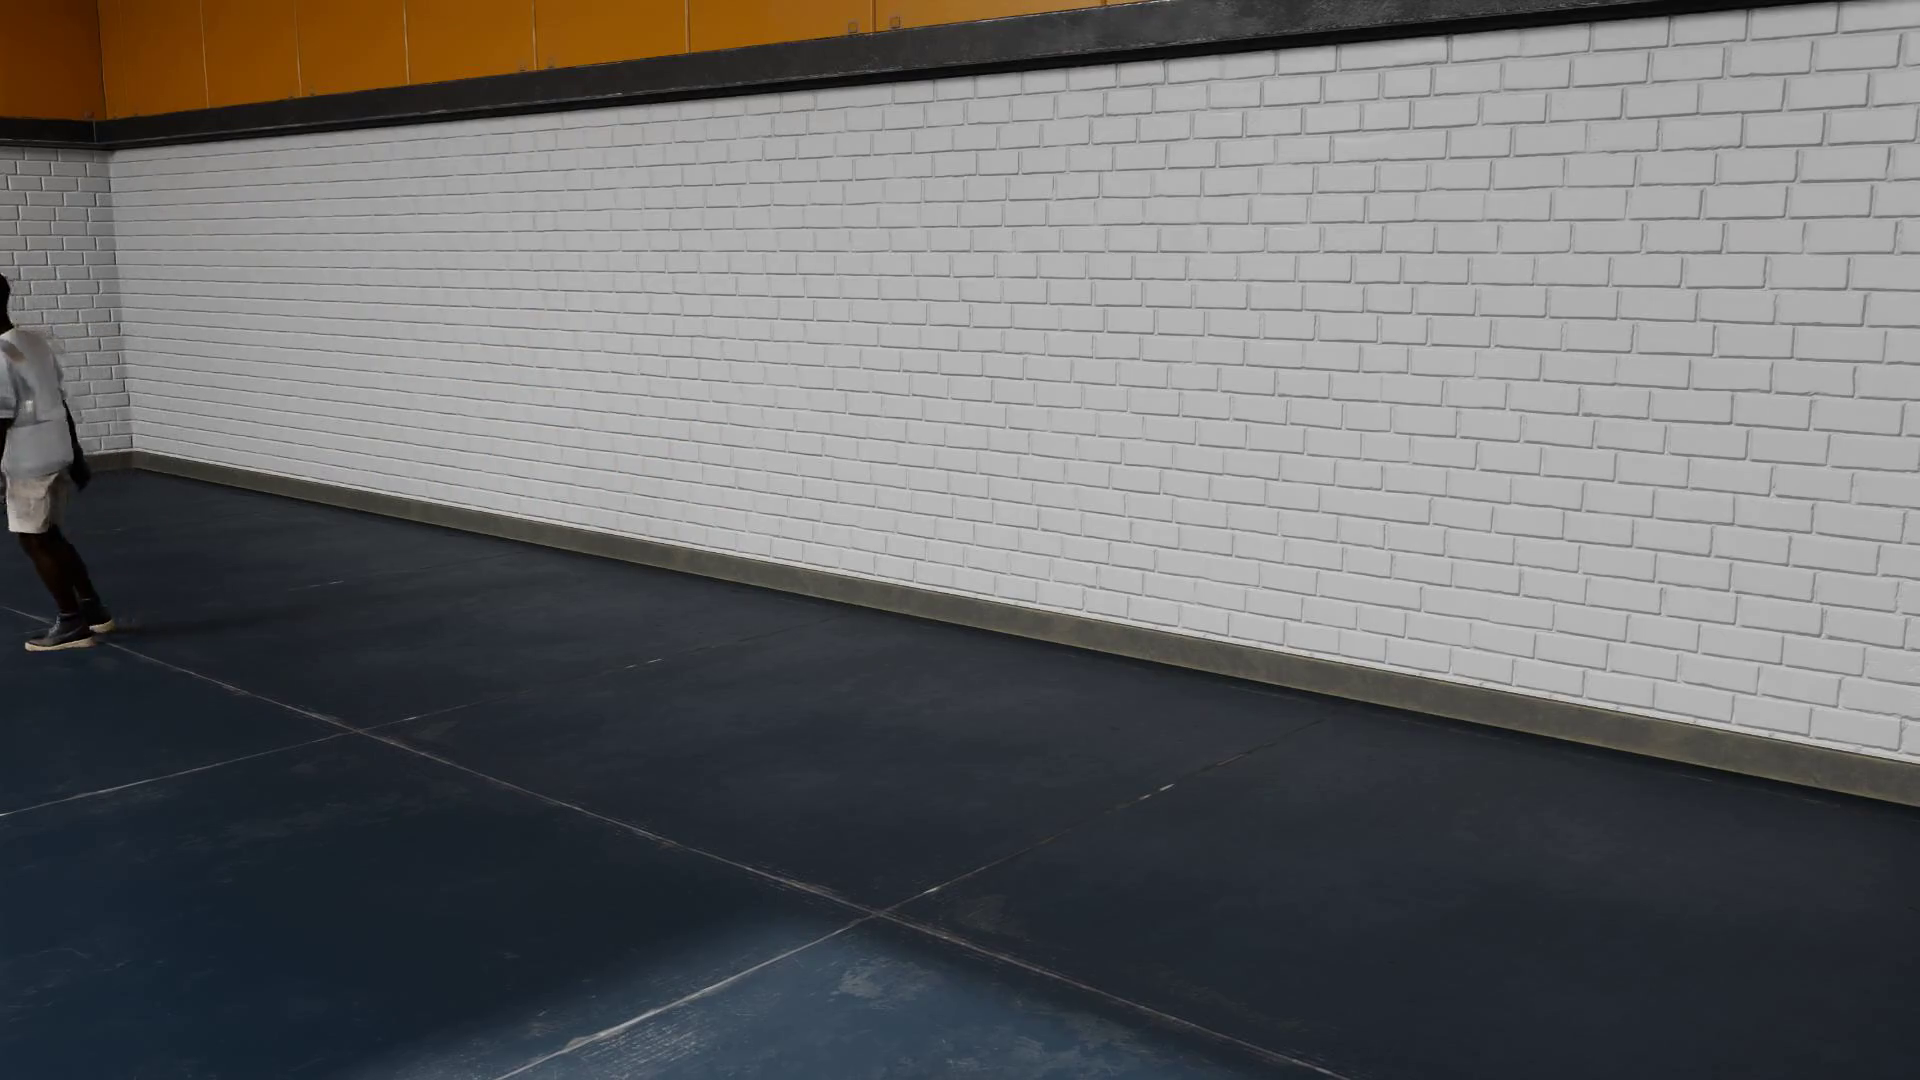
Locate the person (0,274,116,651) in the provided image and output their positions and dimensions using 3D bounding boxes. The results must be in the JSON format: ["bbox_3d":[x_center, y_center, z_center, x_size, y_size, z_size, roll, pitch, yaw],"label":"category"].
[{"bbox_3d":[-4.653,-0.387,8.309,0.481,1.923,0.641,-1,10,-8],"label":"person"}]
